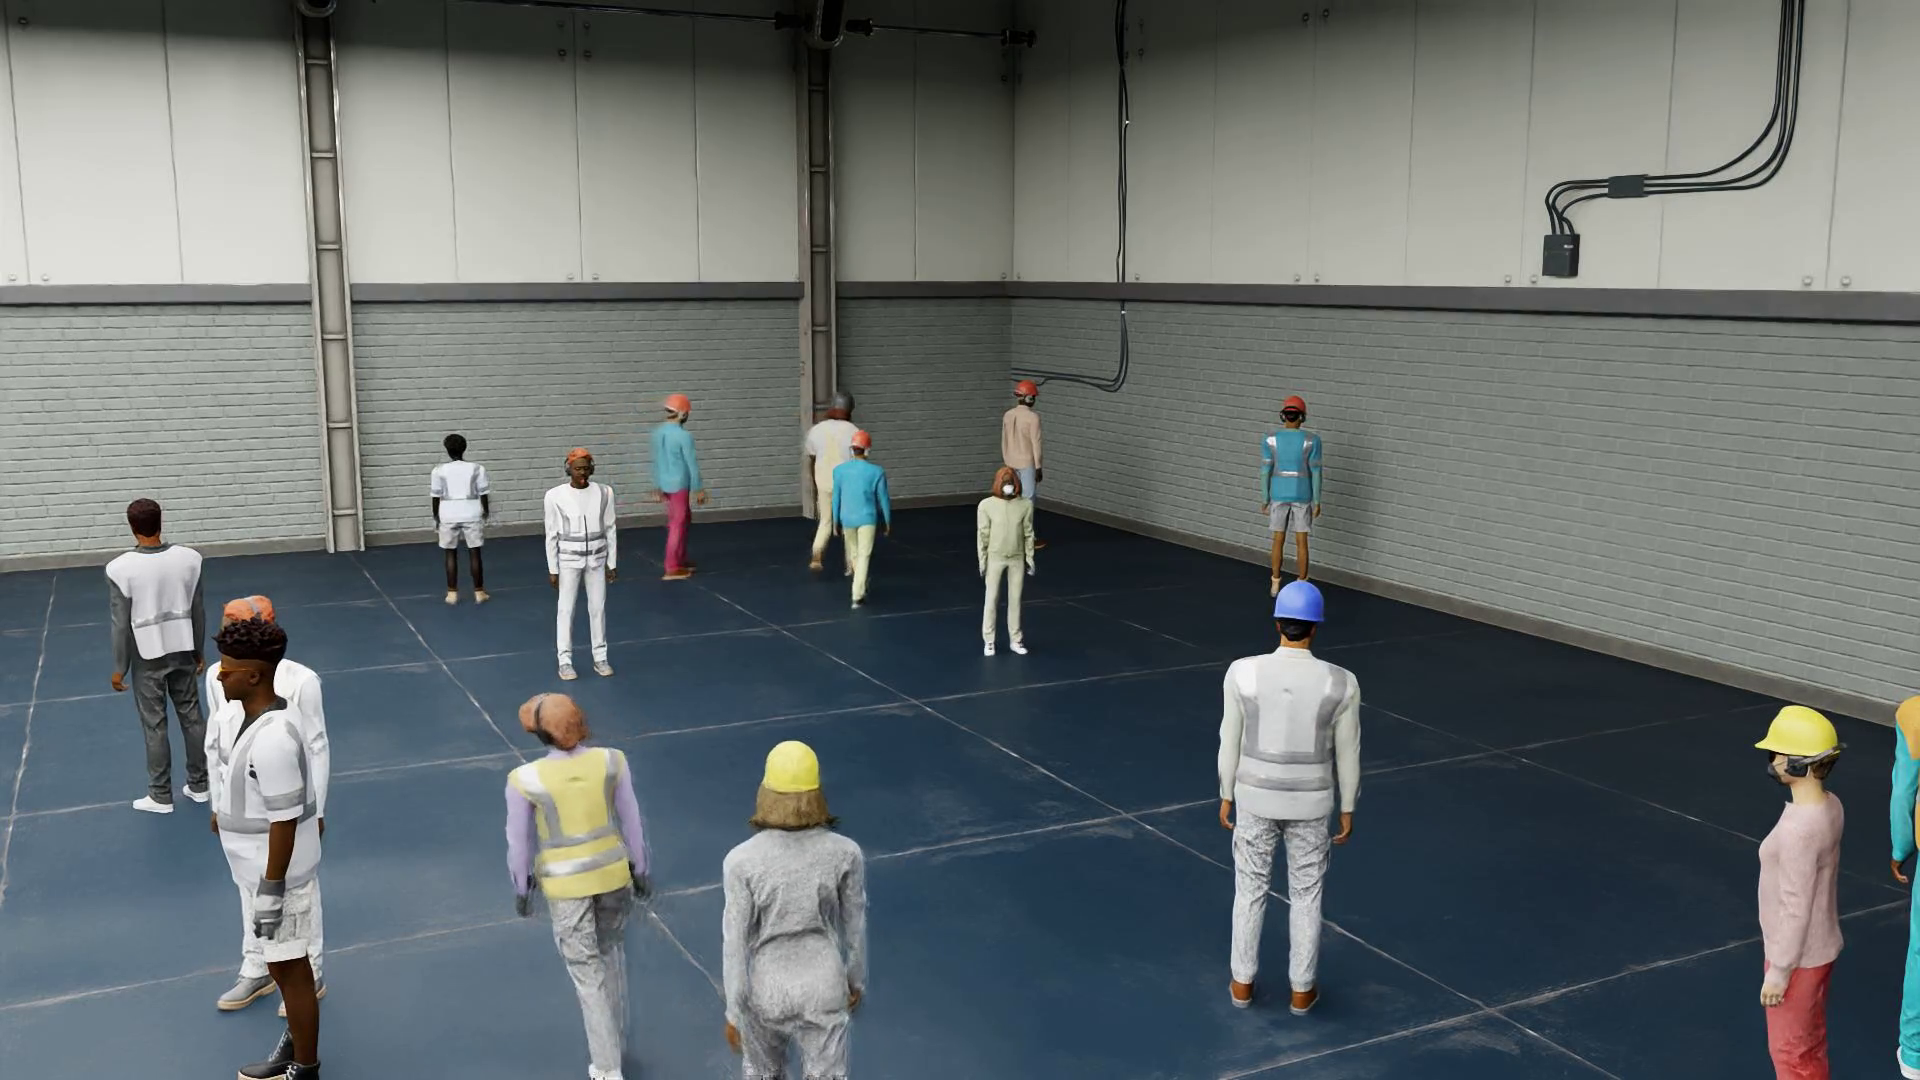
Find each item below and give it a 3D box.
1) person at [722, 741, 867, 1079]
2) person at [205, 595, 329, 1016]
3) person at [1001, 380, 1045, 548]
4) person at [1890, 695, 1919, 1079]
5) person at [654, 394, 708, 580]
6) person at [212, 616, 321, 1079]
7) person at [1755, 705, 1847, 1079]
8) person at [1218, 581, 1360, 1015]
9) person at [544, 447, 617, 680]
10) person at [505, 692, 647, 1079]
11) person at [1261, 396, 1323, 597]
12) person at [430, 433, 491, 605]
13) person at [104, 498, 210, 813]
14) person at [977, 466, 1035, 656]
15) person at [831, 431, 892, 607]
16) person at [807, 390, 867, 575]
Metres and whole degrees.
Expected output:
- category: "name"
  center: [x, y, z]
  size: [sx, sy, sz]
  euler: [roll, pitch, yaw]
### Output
- category: "person"
  center: [-0.575, 1.516, 5.732]
  size: [0.510, 1.700, 0.863]
  euler: [-2, 10, -14]
- category: "person"
  center: [-3.057, 1.164, 7.340]
  size: [0.576, 1.883, 0.352]
  euler: [3, 10, 15]
- category: "person"
  center: [0.764, -0.894, 19.688]
  size: [0.399, 1.989, 0.623]
  euler: [-8, 12, -40]
- category: "person"
  center: [4.029, 1.260, 6.639]
  size: [0.592, 1.919, 0.392]
  euler: [7, 12, 37]
- category: "person"
  center: [-2.929, -0.572, 17.767]
  size: [0.682, 1.976, 0.619]
  euler: [-7, 12, -37]
- category: "person"
  center: [-2.681, 1.262, 6.477]
  size: [0.366, 1.967, 0.603]
  euler: [-4, 10, -22]
- category: "person"
  center: [2.942, 1.456, 5.904]
  size: [0.326, 1.767, 0.533]
  euler: [7, 12, 37]
- category: "person"
  center: [1.448, 1.141, 7.346]
  size: [0.618, 1.932, 0.420]
  euler: [2, 9, 13]
- category: "person"
  center: [-3.045, 0.189, 13.390]
  size: [0.568, 1.876, 0.349]
  euler: [-5, 10, -28]
- category: "person"
  center: [-1.552, 1.399, 6.739]
  size: [0.537, 1.602, 0.610]
  euler: [-7, 11, -35]
- category: "person"
  center: [3.328, -0.429, 16.697]
  size: [0.605, 2.035, 0.385]
  euler: [3, 10, 19]
- category: "person"
  center: [-4.913, -0.203, 16.369]
  size: [0.548, 1.693, 0.320]
  euler: [-3, 10, -15]
- category: "person"
  center: [-4.849, 0.701, 10.095]
  size: [0.399, 1.916, 0.588]
  euler: [7, 11, 36]
- category: "person"
  center: [0.391, 0.177, 14.192]
  size: [0.503, 1.632, 0.271]
  euler: [-2, 9, -13]
- category: "person"
  center: [-0.956, -0.225, 16.452]
  size: [0.577, 1.700, 0.878]
  euler: [3, 10, 20]
- category: "person"
  center: [-1.294, -0.608, 17.774]
  size: [0.684, 2.000, 0.709]
  euler: [3, 10, 17]
